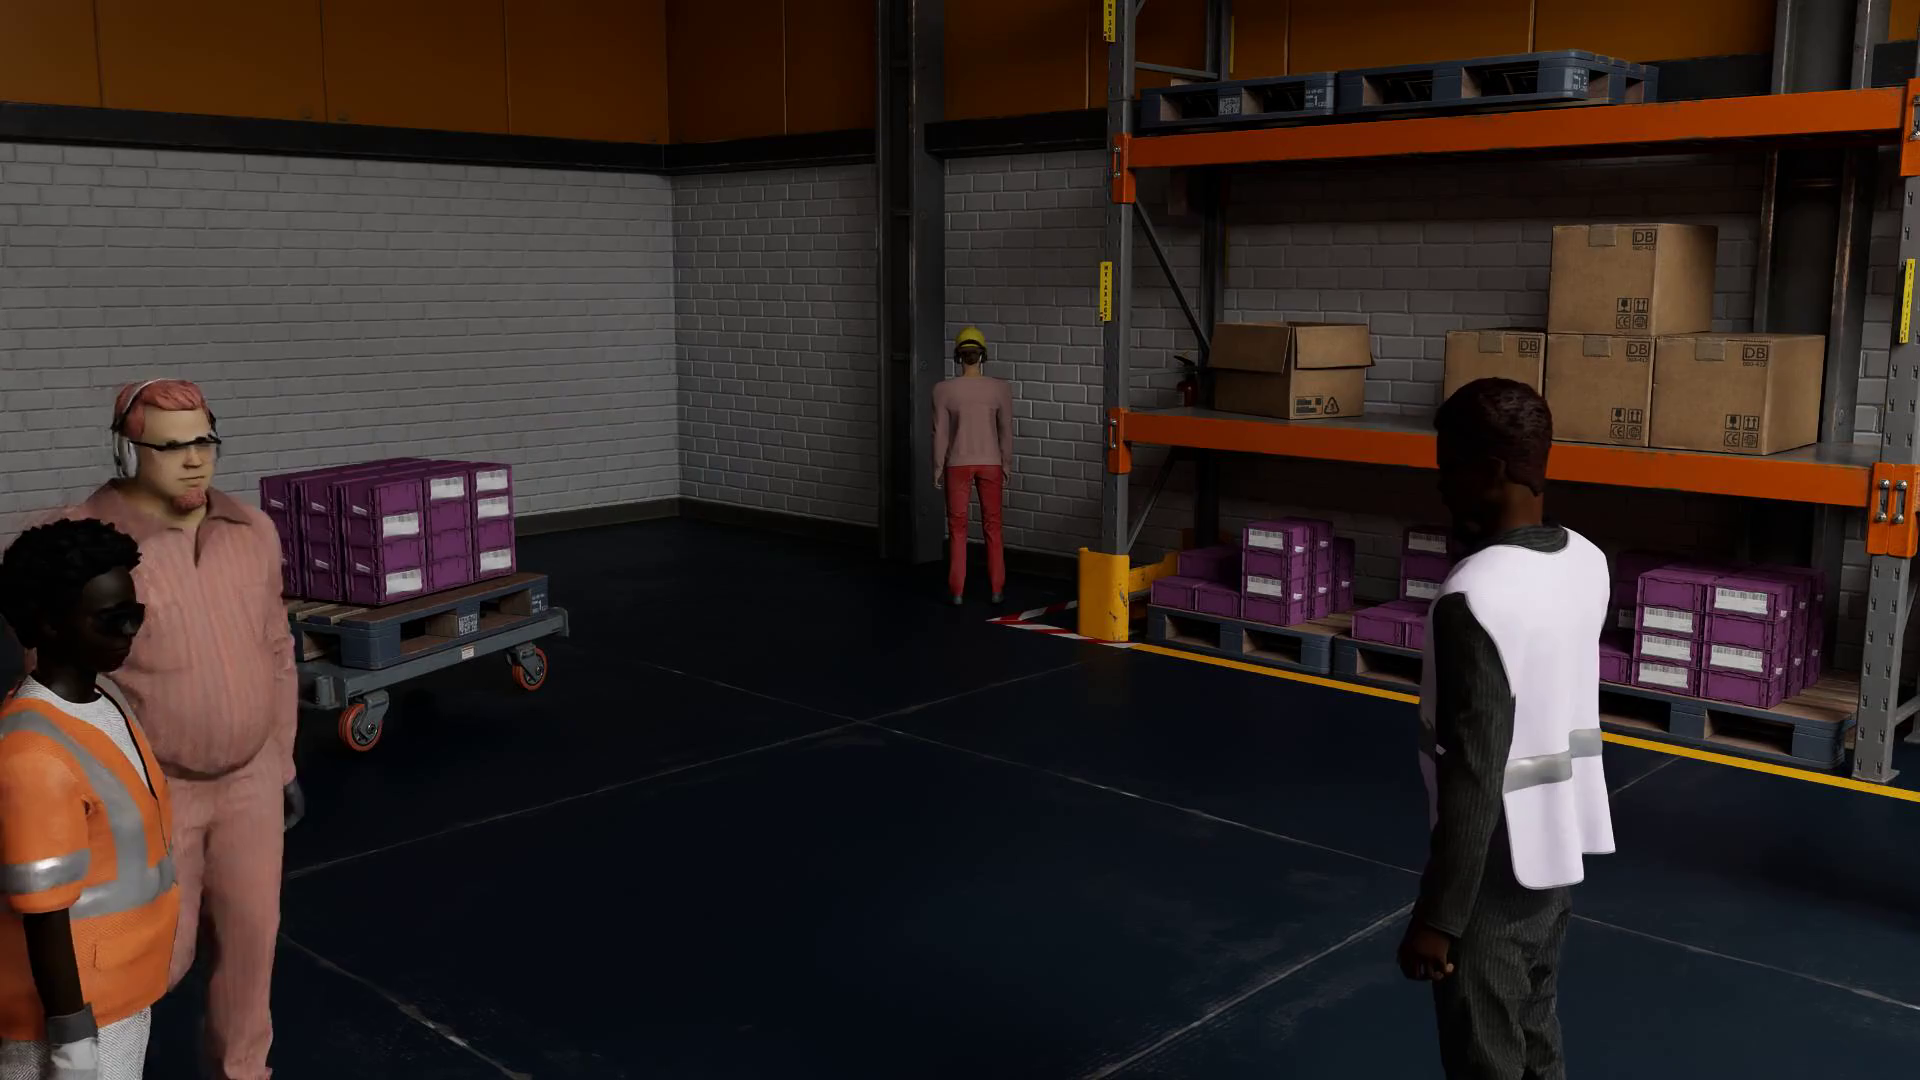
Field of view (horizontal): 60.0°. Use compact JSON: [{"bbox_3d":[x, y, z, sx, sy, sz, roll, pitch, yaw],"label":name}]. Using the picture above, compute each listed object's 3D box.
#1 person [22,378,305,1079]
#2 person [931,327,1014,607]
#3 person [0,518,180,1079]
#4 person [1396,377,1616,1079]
[{"bbox_3d":[-1.892,0.553,3.928,0.678,1.883,0.646,5,11,29],"label":"person"},{"bbox_3d":[0.073,-0.451,10.447,0.524,1.760,0.327,-1,9,-8],"label":"person"},{"bbox_3d":[-1.548,0.799,2.955,0.318,1.698,0.539,-3,10,-18],"label":"person"},{"bbox_3d":[1.067,0.638,3.290,0.392,1.914,0.589,7,12,37],"label":"person"}]
